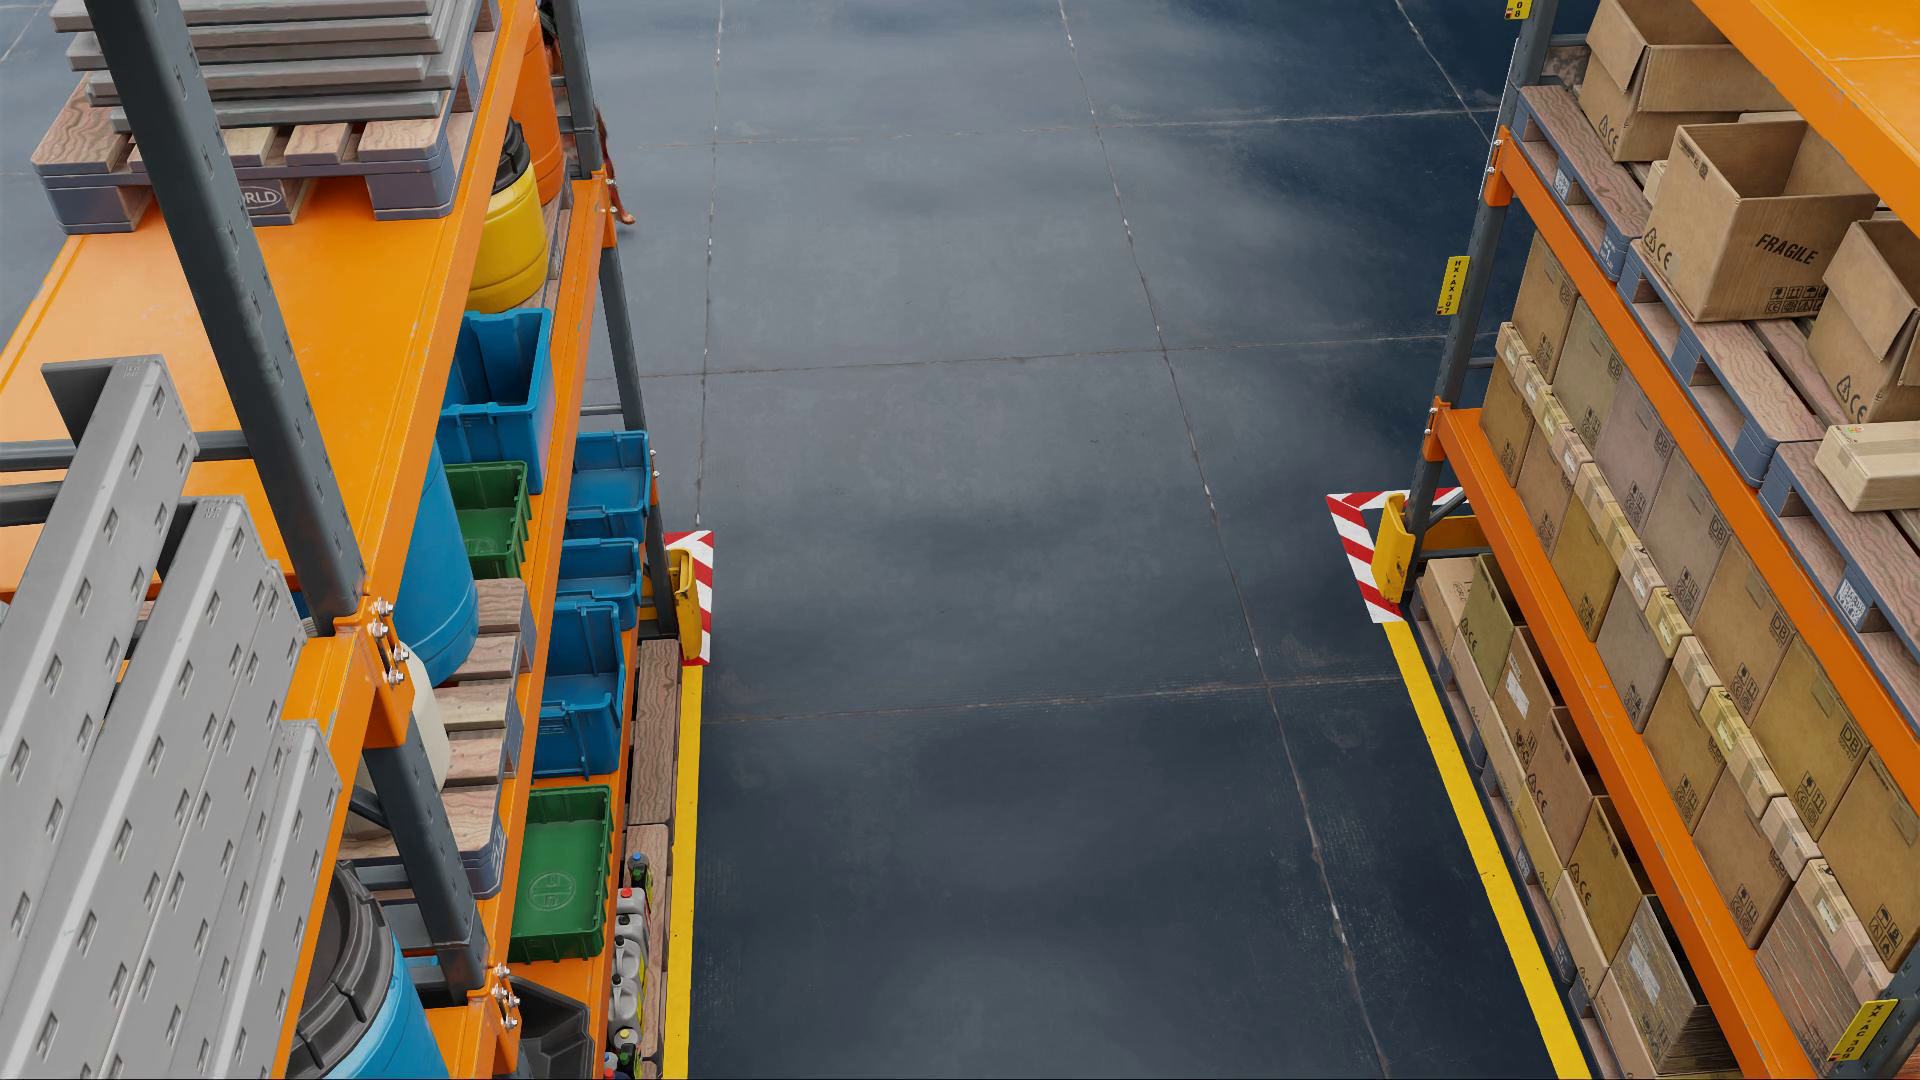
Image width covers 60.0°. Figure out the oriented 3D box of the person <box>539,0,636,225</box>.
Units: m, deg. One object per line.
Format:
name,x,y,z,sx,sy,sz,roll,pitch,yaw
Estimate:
person,-2.790,-2.968,11.566,1.001,1.650,1.073,18,45,19
